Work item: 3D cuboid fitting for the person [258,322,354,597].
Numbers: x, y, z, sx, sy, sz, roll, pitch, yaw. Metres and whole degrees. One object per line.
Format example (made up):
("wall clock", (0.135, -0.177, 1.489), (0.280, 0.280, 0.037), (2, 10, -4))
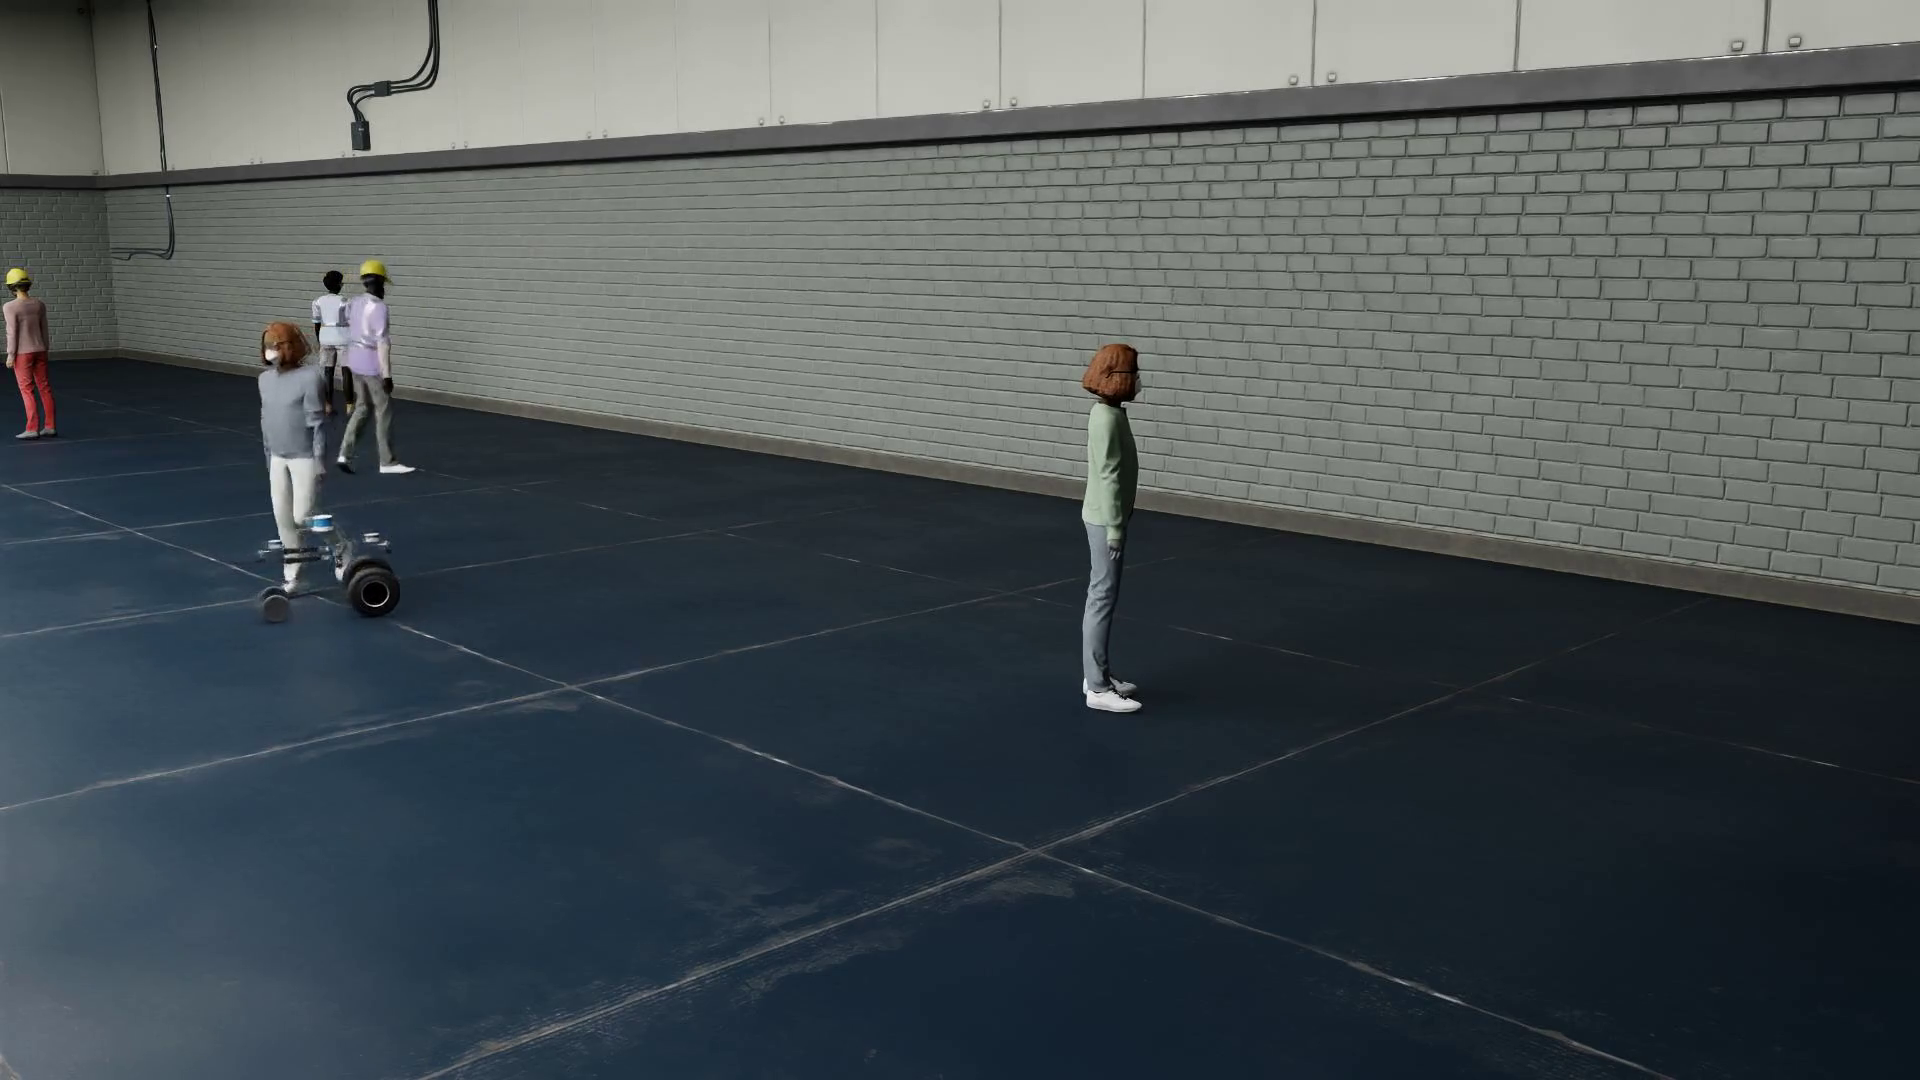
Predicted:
("person", (-3.859, -0.474, 9.763), (0.516, 1.618, 0.455), (5, 11, 25))

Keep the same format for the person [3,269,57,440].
("person", (-9.738, -1.939, 17.354), (0.325, 1.765, 0.533), (3, 11, 15))

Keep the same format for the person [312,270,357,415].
("person", (-7.345, -2.321, 19.622), (0.541, 1.696, 0.315), (1, 10, 6))

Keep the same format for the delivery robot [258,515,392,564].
("delivery robot", (-3.577, -0.023, 9.357), (0.698, 0.223, 0.335), (-5, 11, -23))

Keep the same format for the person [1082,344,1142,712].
("person", (0.684, -0.063, 7.483), (0.285, 1.633, 0.497), (1, 10, 3))

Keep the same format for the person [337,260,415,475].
("person", (-5.224, -1.517, 14.699), (0.523, 1.901, 0.704), (-10, 14, -42))
